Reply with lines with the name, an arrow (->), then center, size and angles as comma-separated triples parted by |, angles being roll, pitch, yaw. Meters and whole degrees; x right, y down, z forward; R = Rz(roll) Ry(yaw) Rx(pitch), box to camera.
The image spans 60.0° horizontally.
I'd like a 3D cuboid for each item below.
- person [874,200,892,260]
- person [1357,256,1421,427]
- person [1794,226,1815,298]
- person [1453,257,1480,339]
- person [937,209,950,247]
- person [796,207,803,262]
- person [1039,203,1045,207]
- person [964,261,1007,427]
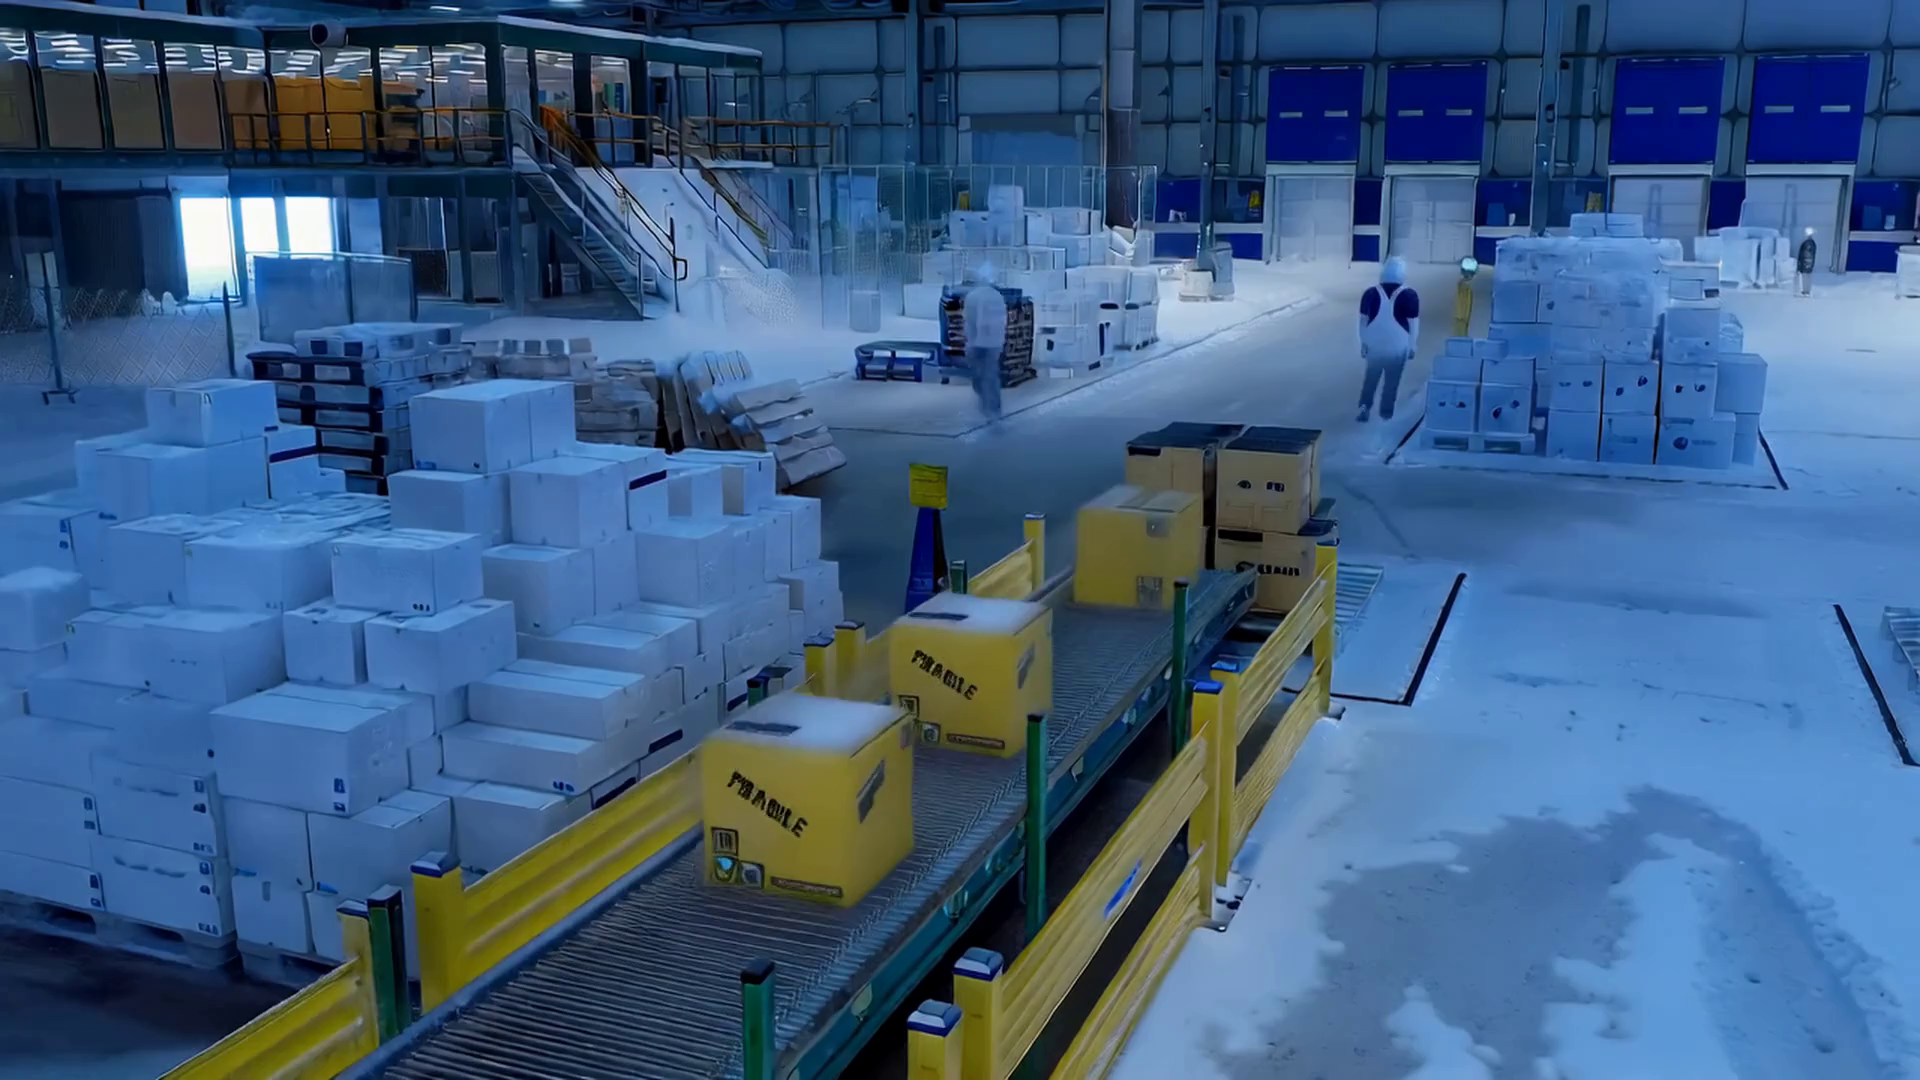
person -> -2.580, -10.378, 55.740 | 0.611, 1.996, 0.375 | 7, 14, 28
person -> 5.083, -2.352, 19.633 | 0.702, 2.000, 0.542 | 7, 14, 29
person -> 20.012, -6.573, 39.340 | 0.317, 1.698, 0.540 | 2, 13, 11
person -> 7.308, -3.200, 24.063 | 0.317, 1.767, 0.534 | 0, 13, -1
person -> -0.447, -8.405, 47.104 | 0.569, 1.896, 0.930 | 5, 13, 20
person -> -5.397, -10.110, 54.995 | 0.430, 1.811, 0.828 | 0, 13, -2
person -> 2.662, -9.919, 53.792 | 0.614, 1.943, 0.396 | 0, 13, 1
person -> 0.247, -2.316, 19.709 | 0.424, 1.962, 0.722 | -12, 17, -43
